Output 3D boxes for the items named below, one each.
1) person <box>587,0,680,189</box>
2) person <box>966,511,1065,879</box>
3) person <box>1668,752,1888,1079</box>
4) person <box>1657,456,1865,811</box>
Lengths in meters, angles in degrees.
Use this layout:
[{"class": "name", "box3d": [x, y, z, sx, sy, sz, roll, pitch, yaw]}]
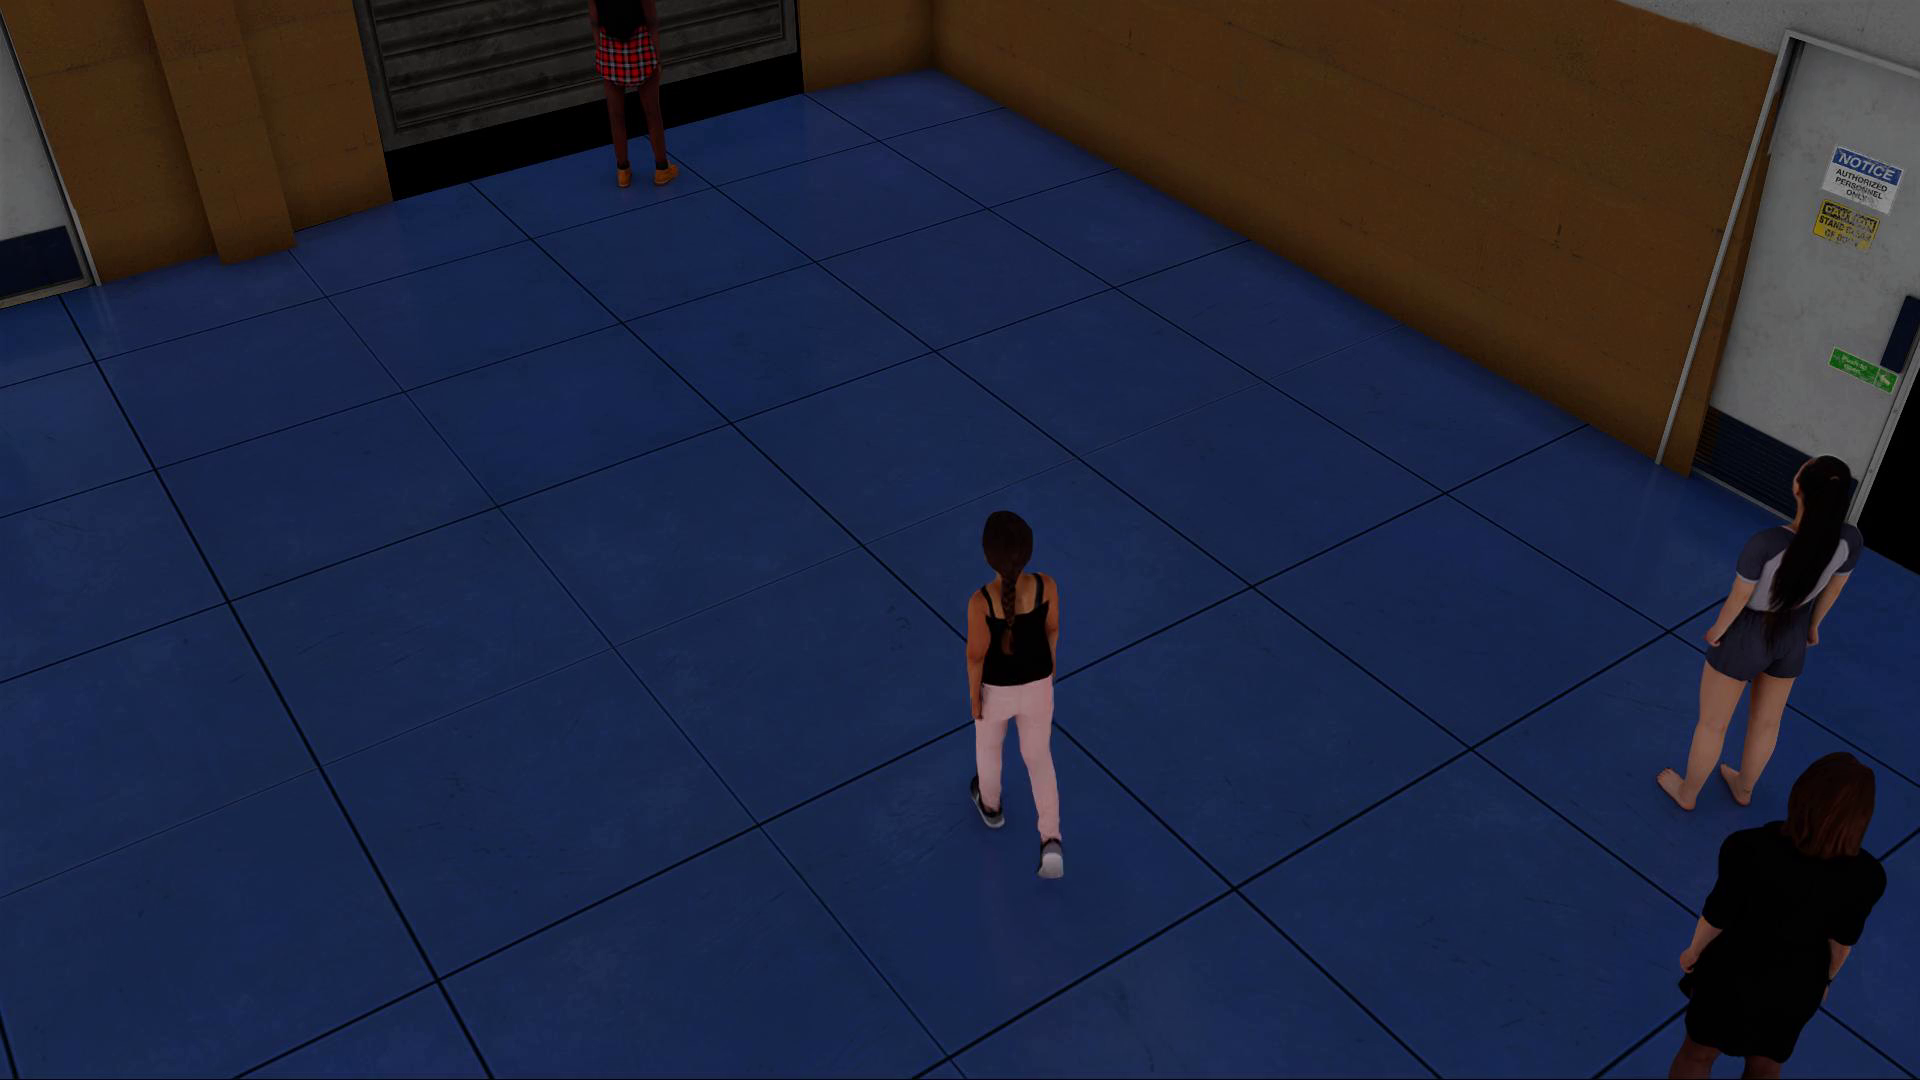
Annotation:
[{"class": "person", "box3d": [-2.176, -3.153, 10.910, 0.704, 1.727, 0.784, 0, 37, 0]}, {"class": "person", "box3d": [0.224, 0.589, 6.076, 0.925, 1.545, 0.798, -9, 38, -12]}, {"class": "person", "box3d": [2.394, 1.302, 4.979, 0.658, 1.705, 0.691, 10, 38, 13]}, {"class": "person", "box3d": [3.037, 0.379, 6.267, 0.620, 1.651, 0.733, -4, 37, -5]}]
